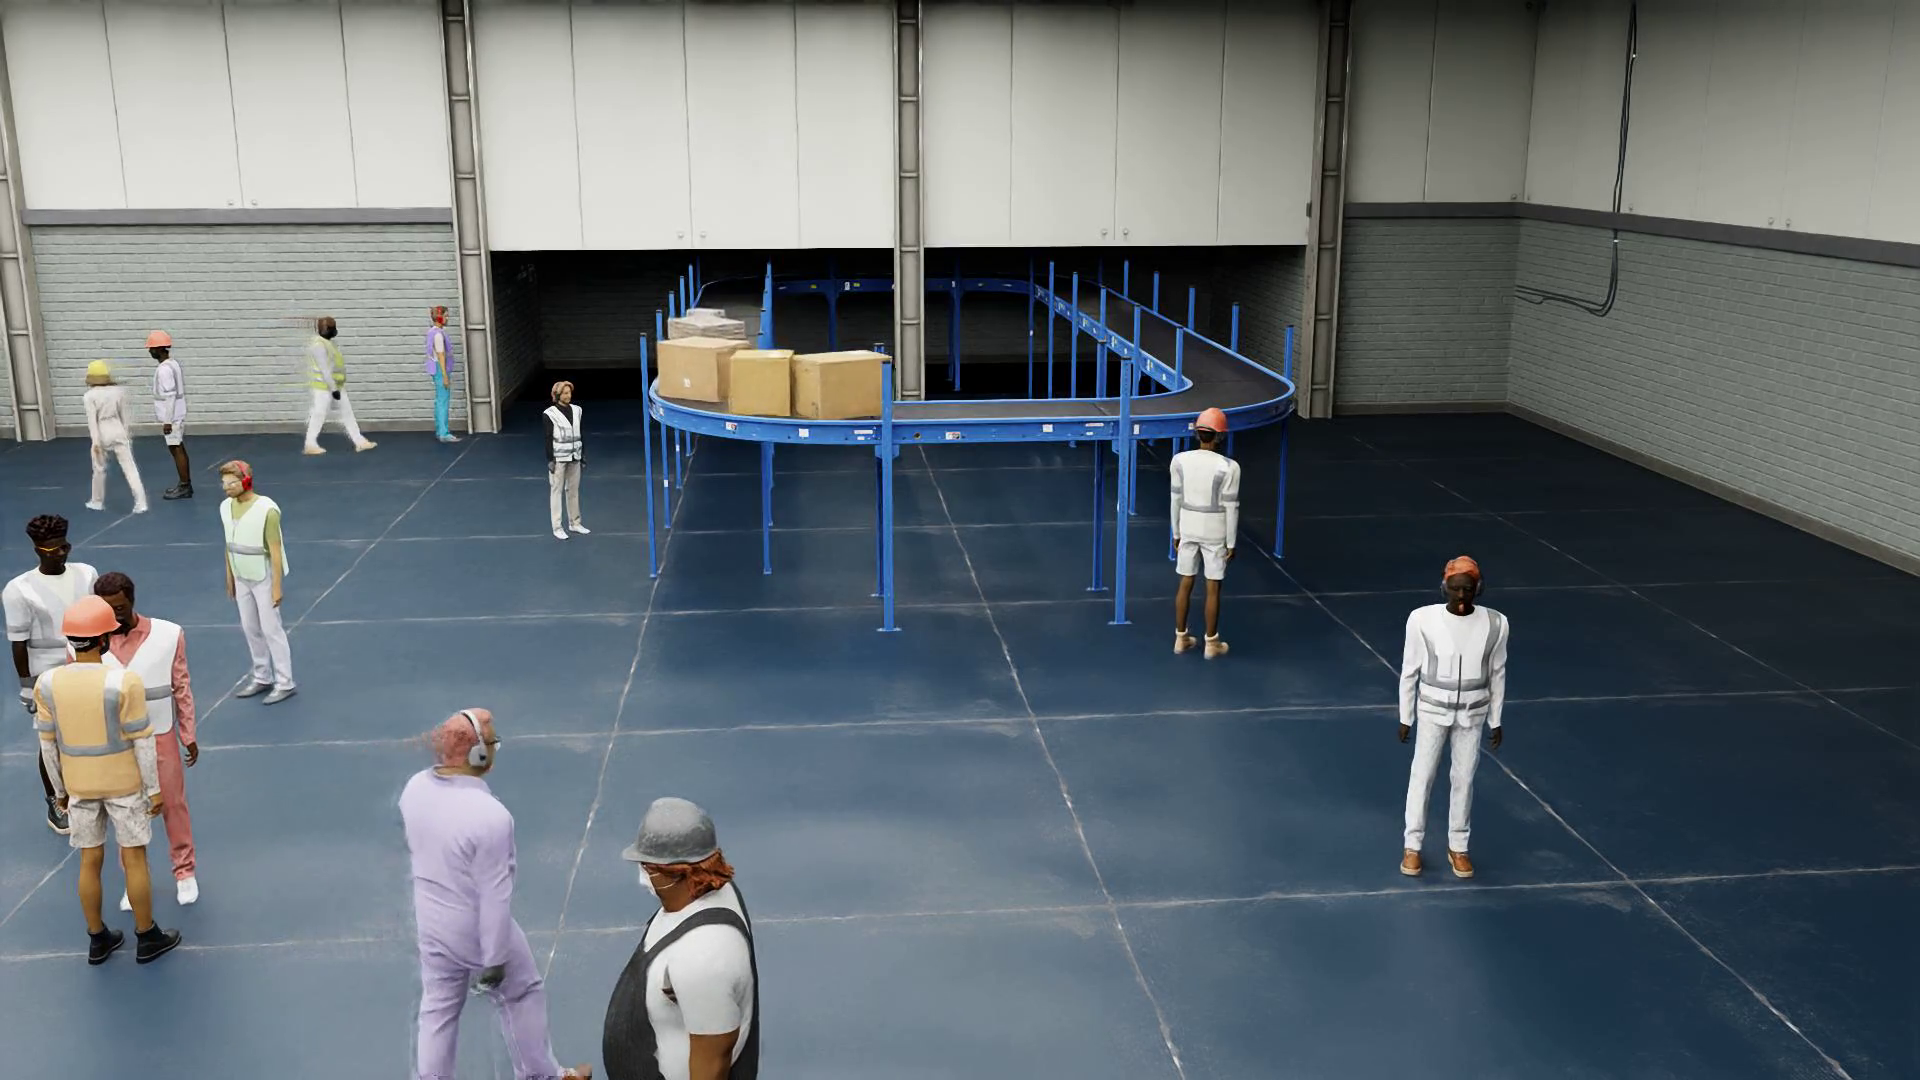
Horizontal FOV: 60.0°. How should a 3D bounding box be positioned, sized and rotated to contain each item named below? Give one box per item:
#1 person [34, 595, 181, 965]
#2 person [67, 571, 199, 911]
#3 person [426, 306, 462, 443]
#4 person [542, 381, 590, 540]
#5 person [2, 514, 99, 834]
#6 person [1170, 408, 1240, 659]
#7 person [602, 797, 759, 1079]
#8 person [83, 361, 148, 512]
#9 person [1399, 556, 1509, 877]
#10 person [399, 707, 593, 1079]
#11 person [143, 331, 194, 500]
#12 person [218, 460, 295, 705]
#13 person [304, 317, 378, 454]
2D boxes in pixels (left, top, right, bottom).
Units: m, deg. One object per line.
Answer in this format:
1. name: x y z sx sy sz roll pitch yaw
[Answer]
1. person: -4.338 1.224 8.467 0.552 1.936 0.360 0 14 0
2. person: -4.502 1.082 9.103 0.599 1.908 0.400 -5 15 -20
3. person: -7.032 -2.242 22.524 0.378 1.842 0.569 -6 15 -24
4. person: -4.111 -0.842 17.330 0.309 1.645 0.514 9 17 33
5. person: -5.446 0.792 10.136 0.361 1.964 0.618 7 16 25
6. person: 1.976 -0.053 13.392 0.601 2.036 0.398 10 17 34
7. person: -0.961 1.848 5.763 0.536 2.000 0.688 -2 14 -7
8. person: -9.402 -1.140 18.422 0.910 1.693 0.499 8 16 29
9. person: 2.790 1.004 9.454 0.583 1.882 0.337 2 14 6
10. person: -2.005 1.599 7.104 0.648 1.871 0.860 9 17 33
11. person: -9.087 -1.431 19.089 0.365 1.935 0.552 -4 15 -17
12. person: -5.240 0.299 12.392 0.576 1.830 0.405 7 16 27
13. person: -8.185 -2.003 21.695 0.915 1.802 0.626 -1 14 -2
